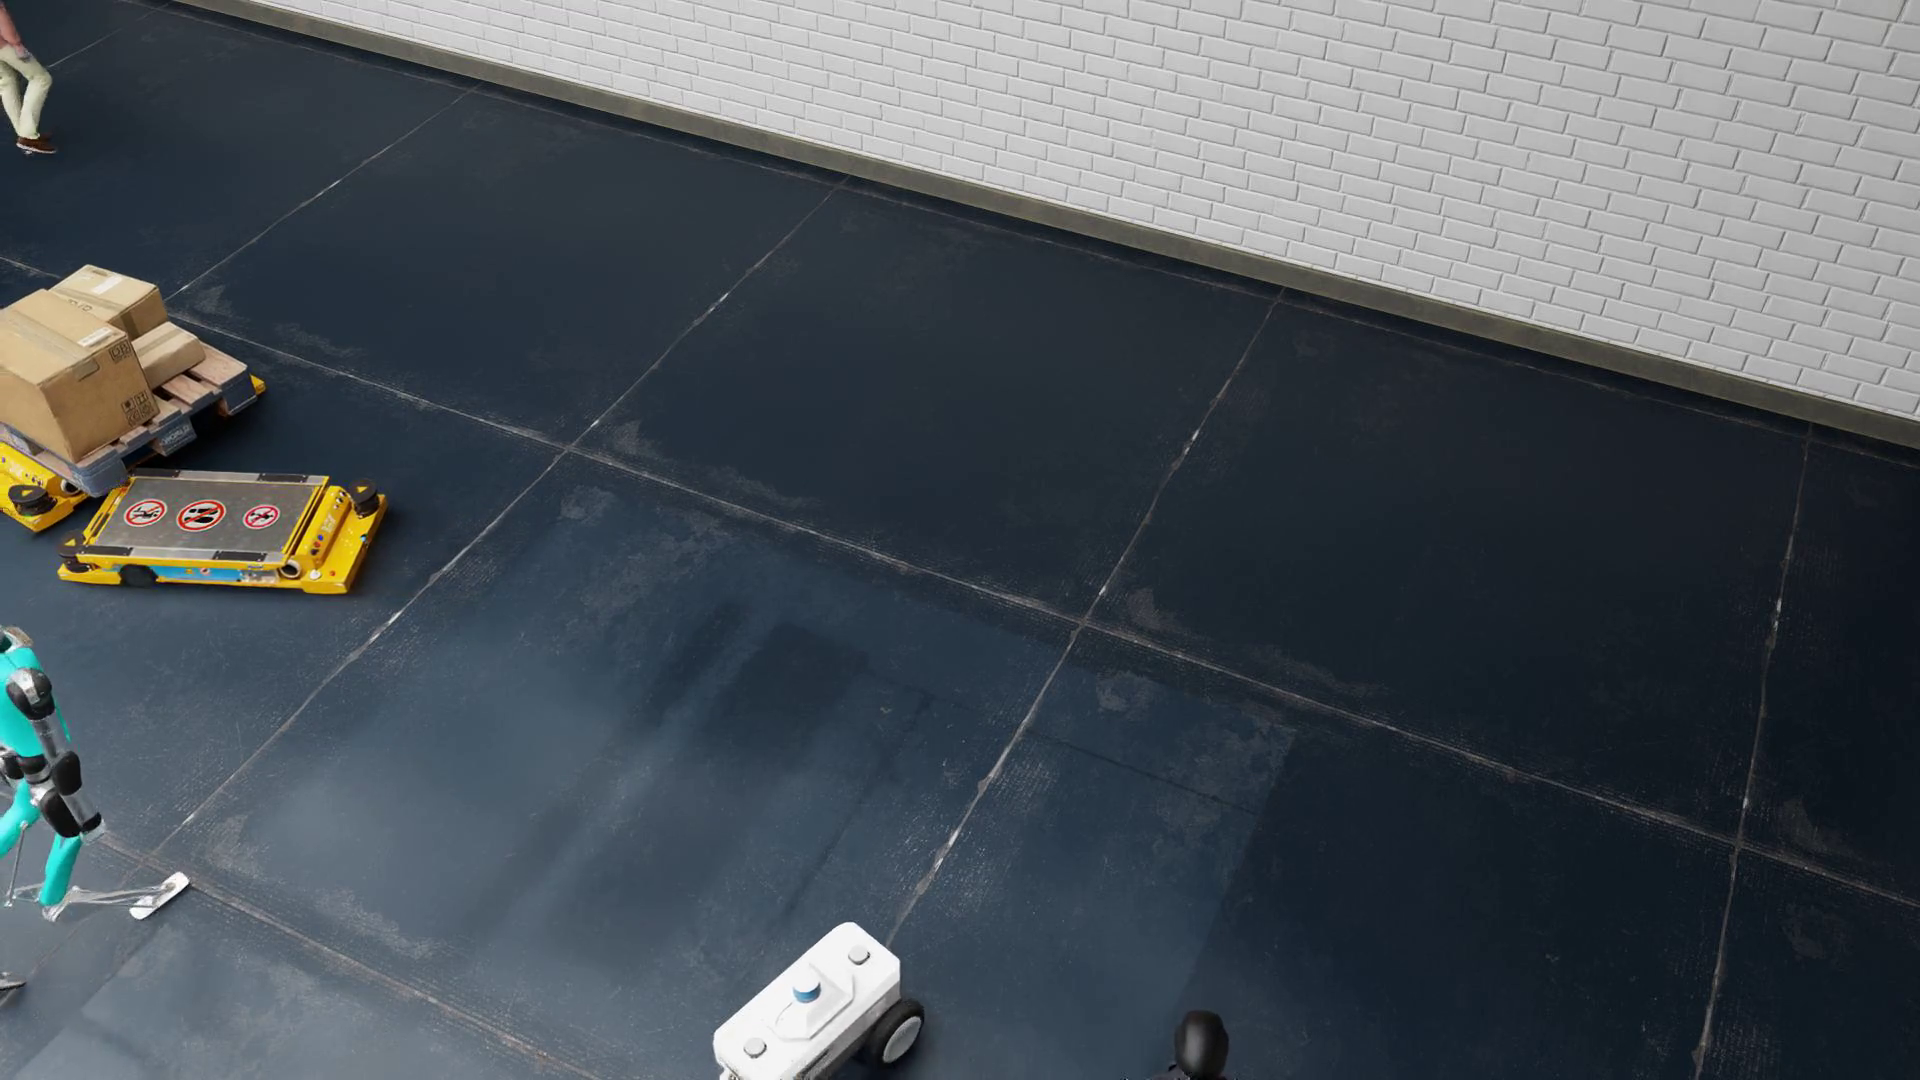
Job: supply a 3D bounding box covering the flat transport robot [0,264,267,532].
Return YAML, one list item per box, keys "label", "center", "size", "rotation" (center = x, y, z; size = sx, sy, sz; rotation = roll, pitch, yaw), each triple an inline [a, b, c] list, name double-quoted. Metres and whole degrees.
- label: "flat transport robot"
  center: [-4.532, -0.616, 8.920]
  size: [0.659, 0.231, 1.431]
  rotation: [25, 48, 25]

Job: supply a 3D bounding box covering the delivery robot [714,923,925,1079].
- label: "delivery robot"
  center: [-0.532, 1.775, 6.140]
  size: [0.499, 0.608, 0.797]
  rotation: [32, 52, 30]

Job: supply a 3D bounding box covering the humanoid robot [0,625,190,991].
- label: "humanoid robot"
  center: [-3.547, 1.060, 6.058]
  size: [0.534, 1.774, 1.006]
  rotation: [29, 50, 28]

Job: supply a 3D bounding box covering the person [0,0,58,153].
- label: "person"
  center: [-6.216, -3.236, 10.746]
  size: [0.541, 1.623, 0.323]
  rotation: [25, 48, 24]

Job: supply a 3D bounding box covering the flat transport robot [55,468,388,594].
- label: "flat transport robot"
  center: [-3.672, -0.046, 8.304]
  size: [1.431, 0.231, 0.659]
  rotation: [2, 43, 3]

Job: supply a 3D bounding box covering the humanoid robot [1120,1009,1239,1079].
- label: "humanoid robot"
  center: [0.675, 2.026, 5.050]
  size: [0.595, 1.645, 0.437]
  rotation: [2, 43, 2]
